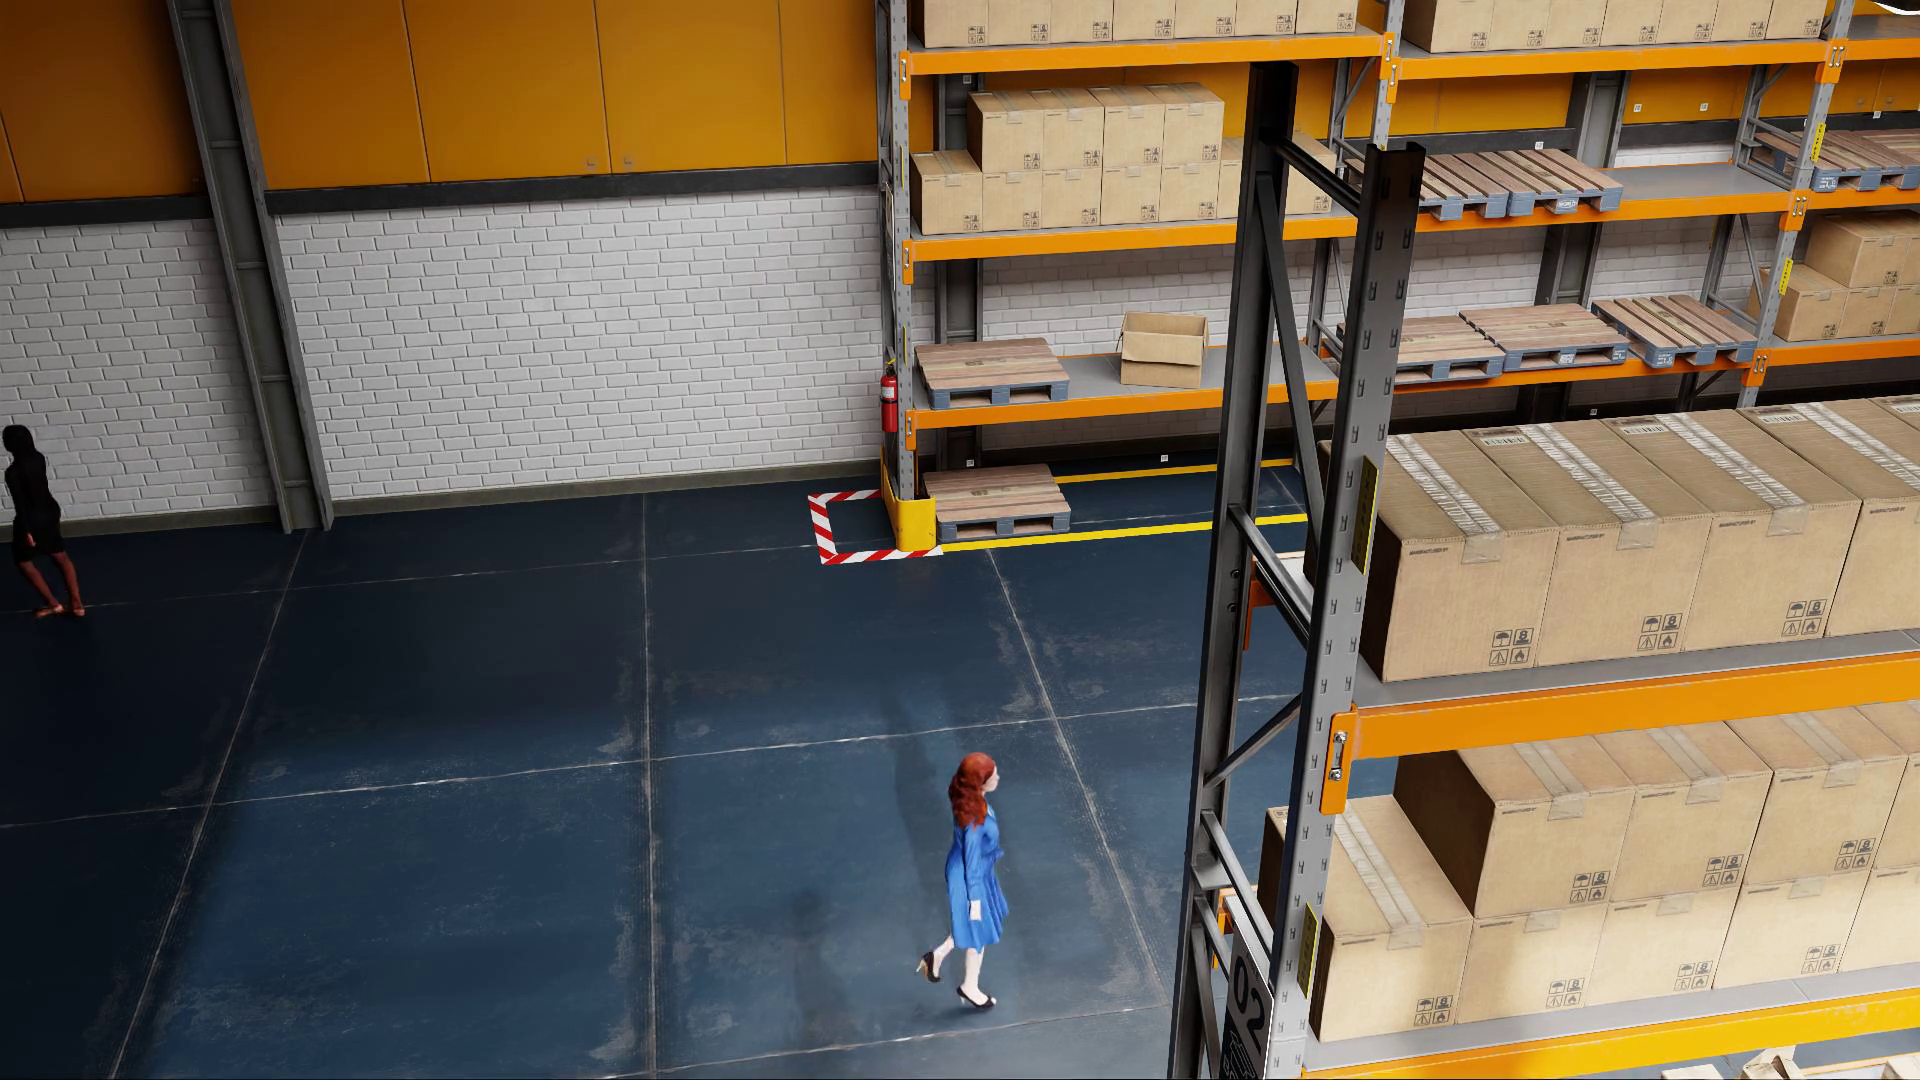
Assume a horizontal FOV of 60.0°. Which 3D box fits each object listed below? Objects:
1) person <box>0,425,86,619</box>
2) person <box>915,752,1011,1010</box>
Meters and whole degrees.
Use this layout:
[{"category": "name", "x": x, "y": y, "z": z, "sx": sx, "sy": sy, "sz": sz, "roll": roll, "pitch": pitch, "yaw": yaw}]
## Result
[{"category": "person", "x": -7.290, "y": -0.130, "z": 13.315, "sx": 0.696, "sy": 1.714, "sz": 0.694, "roll": 2, "pitch": 29, "yaw": 4}, {"category": "person", "x": -0.022, "y": 1.950, "z": 9.397, "sx": 0.805, "sy": 1.814, "sz": 0.666, "roll": -2, "pitch": 29, "yaw": -3}]
